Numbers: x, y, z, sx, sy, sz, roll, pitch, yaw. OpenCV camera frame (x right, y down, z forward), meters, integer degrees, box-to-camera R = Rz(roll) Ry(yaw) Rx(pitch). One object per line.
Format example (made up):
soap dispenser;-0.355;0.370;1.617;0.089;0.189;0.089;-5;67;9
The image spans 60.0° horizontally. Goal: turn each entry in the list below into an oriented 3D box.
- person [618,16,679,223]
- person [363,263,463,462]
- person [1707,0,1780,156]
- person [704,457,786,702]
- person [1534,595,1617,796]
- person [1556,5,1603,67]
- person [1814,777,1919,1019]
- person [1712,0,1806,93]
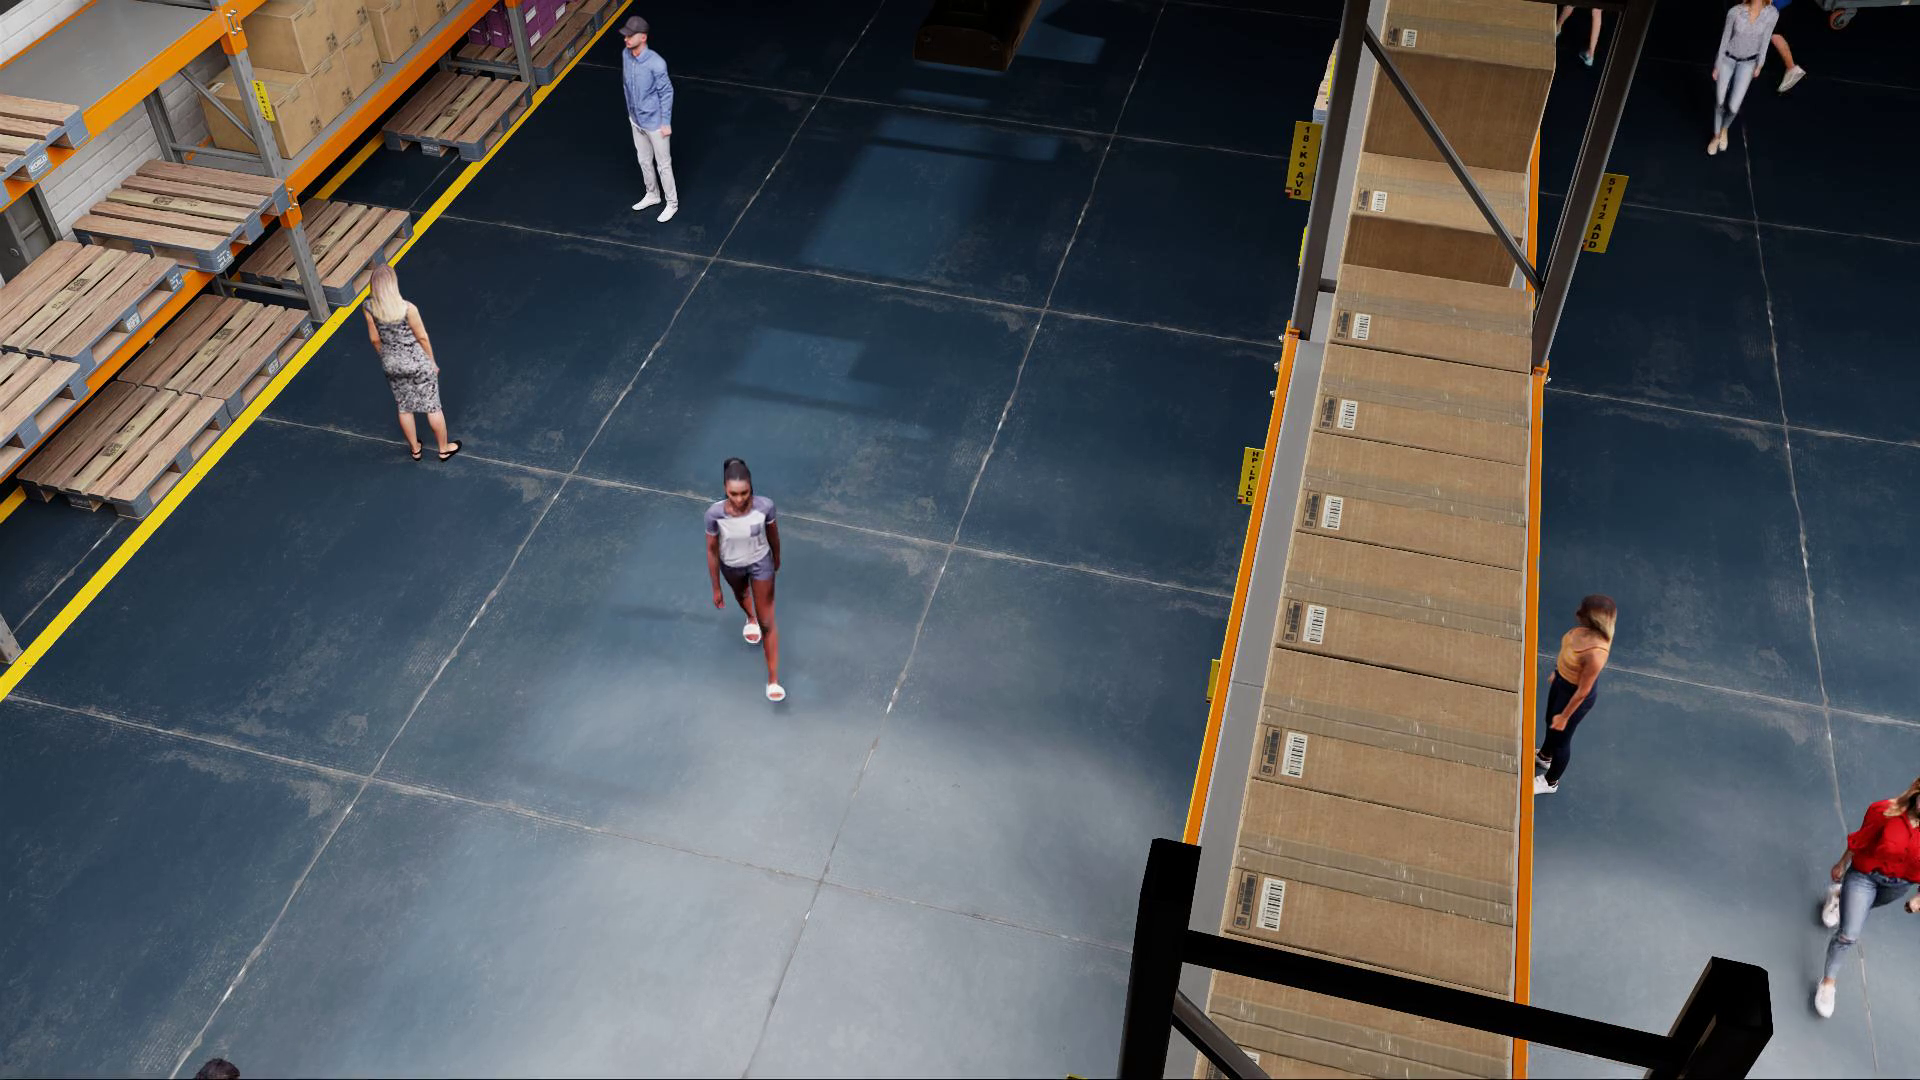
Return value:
person;-2.731;-3.712;14.611;0.729;1.887;0.694;28;50;26
person;-4.057;-1.278;12.189;0.604;1.704;0.539;3;44;3
person;7.206;-4.444;15.462;0.648;1.773;0.664;14;45;14
person;-1.383;0.119;10.740;0.915;1.681;1.226;-5;44;-5
person;3.656;0.913;9.945;0.642;1.628;0.472;7;44;8
person;6.444;-5.652;16.775;0.966;1.711;1.253;-7;44;-7
person;4.985;1.778;9.008;0.683;1.667;1.113;14;45;14
person;8.048;-5.255;16.261;1.139;1.846;1.108;-31;52;-29
